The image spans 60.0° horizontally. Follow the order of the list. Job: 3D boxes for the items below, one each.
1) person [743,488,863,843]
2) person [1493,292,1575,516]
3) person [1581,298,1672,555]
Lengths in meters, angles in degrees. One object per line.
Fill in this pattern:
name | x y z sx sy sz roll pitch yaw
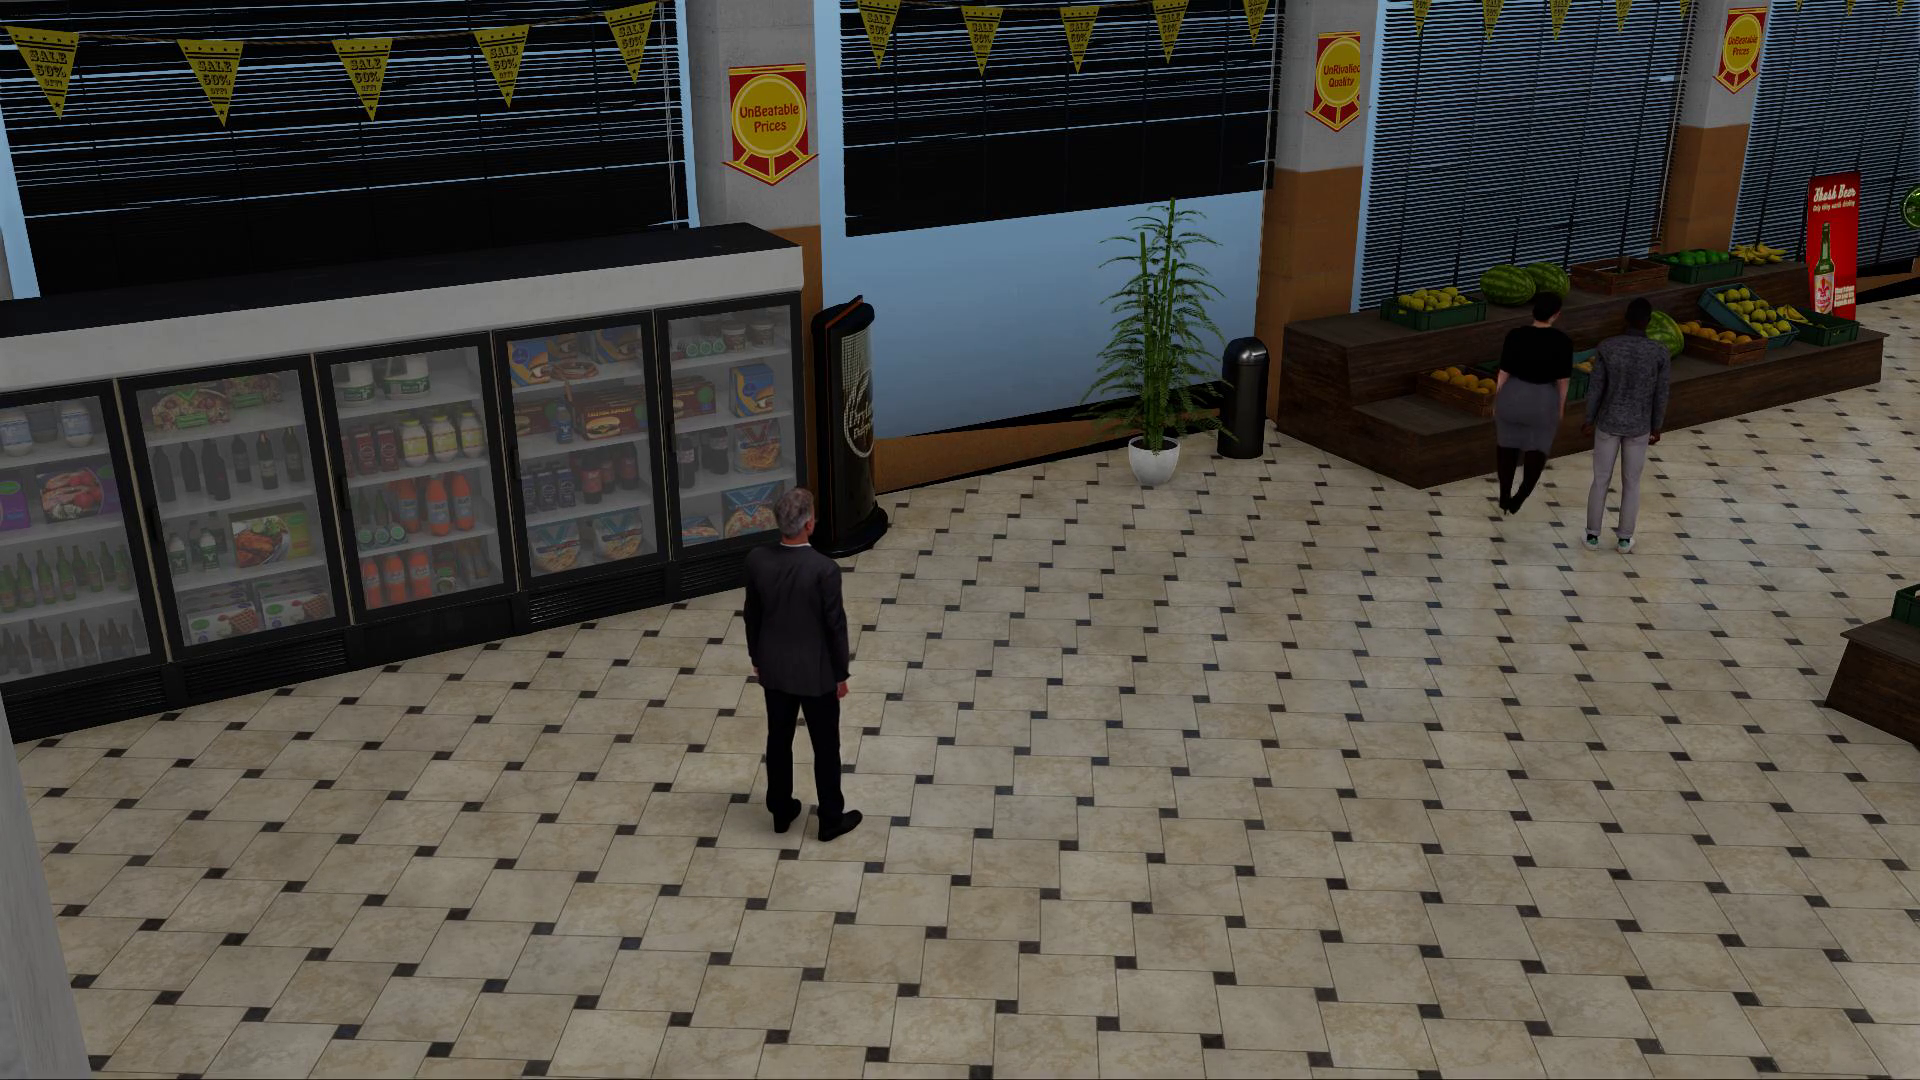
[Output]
person | -0.783 0.612 8.193 0.800 1.841 0.827 9 24 21
person | 4.160 -0.931 12.175 0.984 1.735 1.101 9 24 21
person | 4.675 -0.806 11.725 0.754 1.839 0.785 8 23 19
